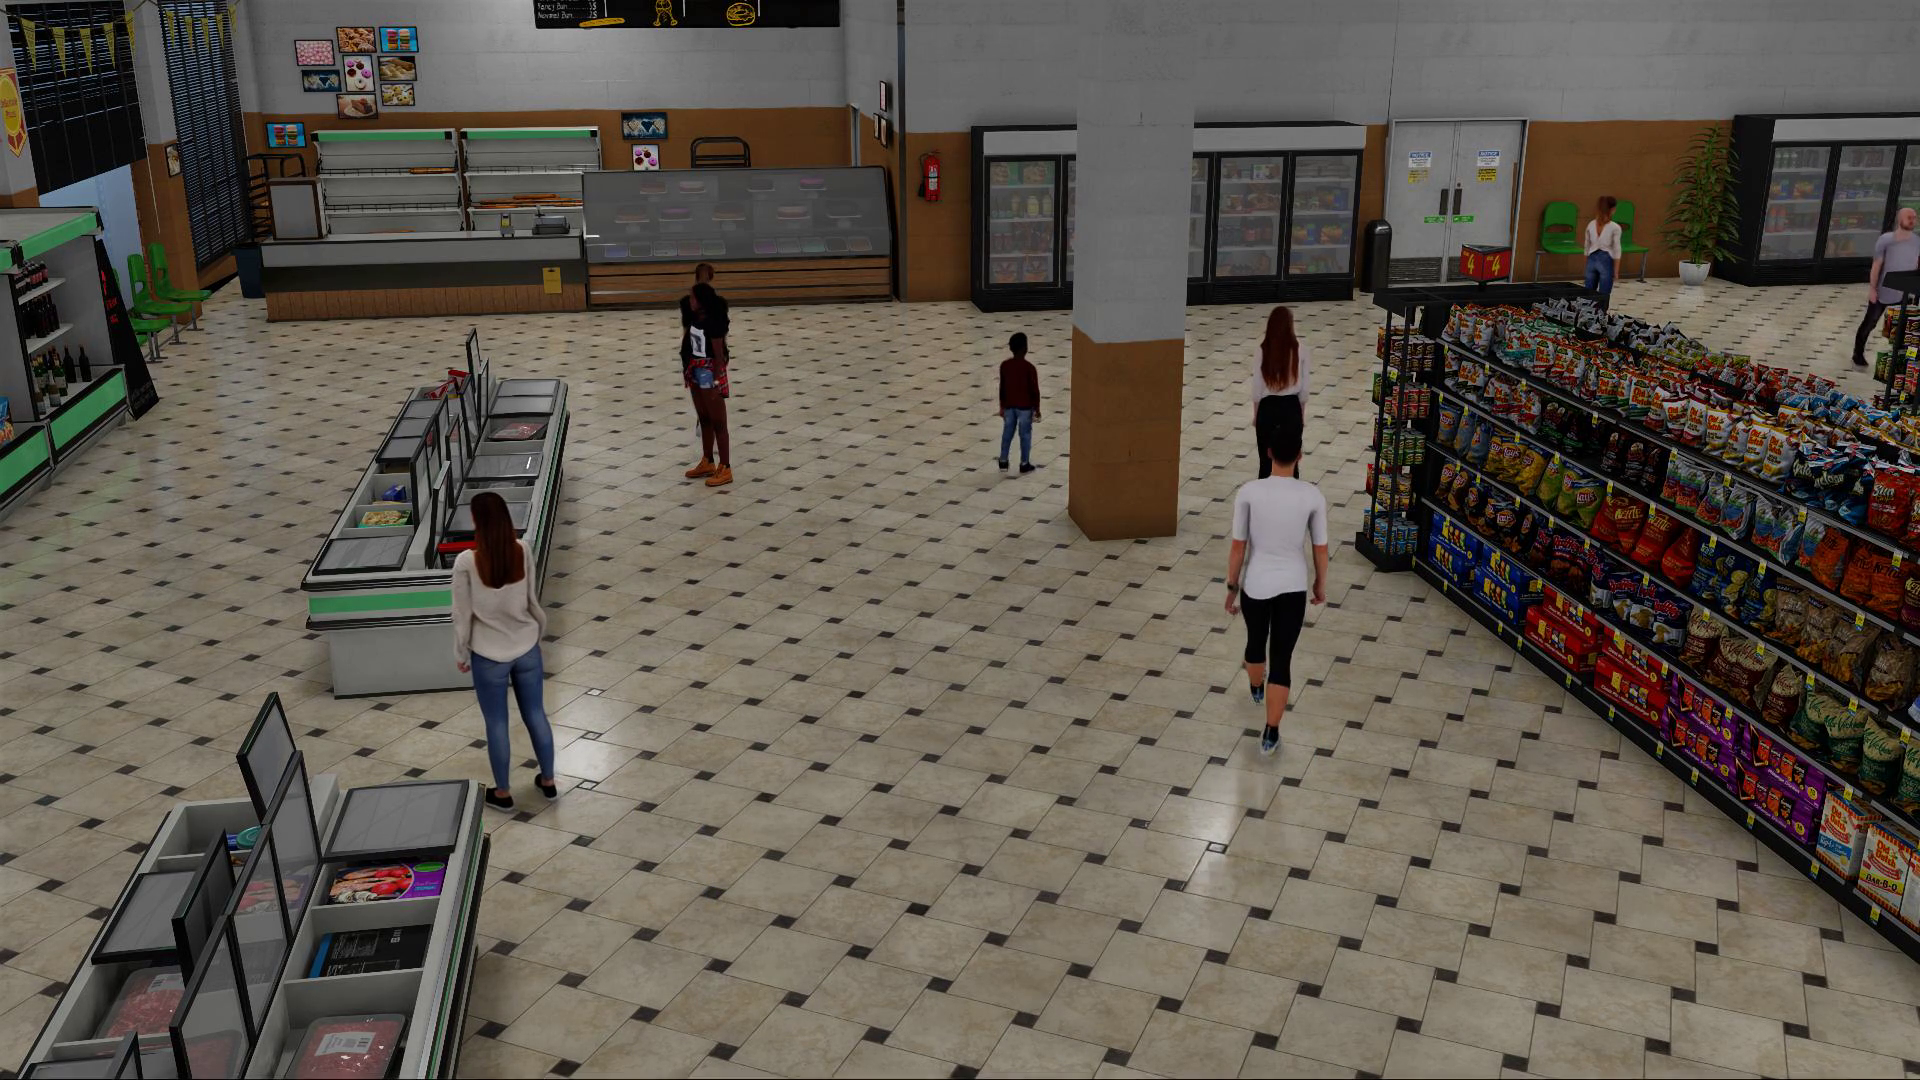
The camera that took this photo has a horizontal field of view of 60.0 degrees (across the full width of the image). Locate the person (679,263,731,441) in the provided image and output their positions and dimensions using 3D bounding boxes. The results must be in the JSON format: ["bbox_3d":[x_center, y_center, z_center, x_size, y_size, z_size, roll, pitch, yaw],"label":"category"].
[{"bbox_3d":[-2.345,-1.695,15.297,0.666,1.673,0.789,-1,19,-4],"label":"person"}]

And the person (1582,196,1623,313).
[{"bbox_3d":[7.594,-3.216,19.735,0.747,1.719,0.617,-14,23,-36],"label":"person"}]

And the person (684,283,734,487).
[{"bbox_3d":[-2.137,-1.335,14.146,0.772,1.726,0.672,-13,23,-34],"label":"person"}]

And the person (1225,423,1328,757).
[{"bbox_3d":[1.735,0.308,9.148,1.023,1.806,1.302,4,19,13],"label":"person"}]

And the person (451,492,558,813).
[{"bbox_3d":[-2.331,0.572,8.551,0.708,1.686,0.700,-12,22,-32],"label":"person"}]

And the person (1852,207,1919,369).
[{"bbox_3d":[10.030,-2.668,18.005,0.844,1.787,1.267,0,19,0],"label":"person"}]

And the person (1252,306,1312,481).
[{"bbox_3d":[2.478,-0.939,12.917,0.642,1.761,0.600,2,19,6],"label":"person"}]

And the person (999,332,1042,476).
[{"bbox_3d":[0.495,-1.168,14.390,0.620,1.254,0.668,10,21,27],"label":"person"}]
